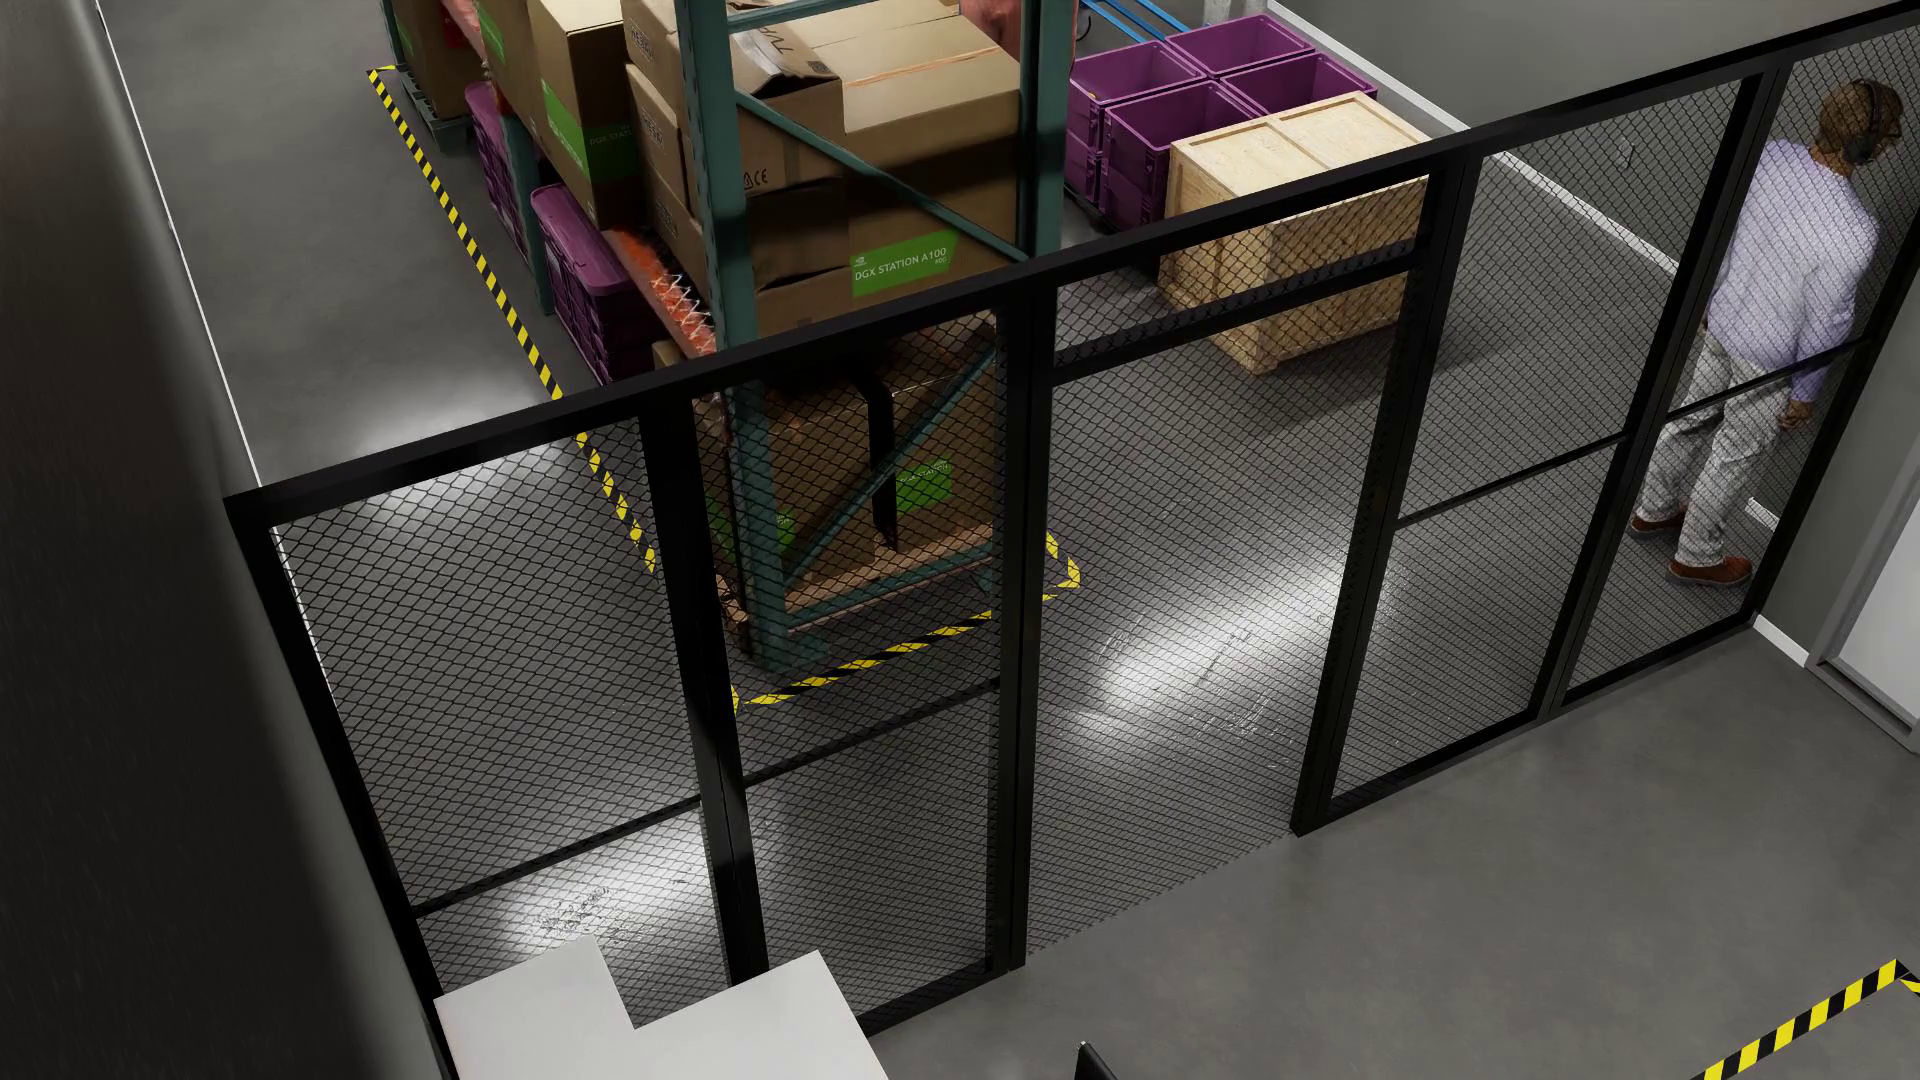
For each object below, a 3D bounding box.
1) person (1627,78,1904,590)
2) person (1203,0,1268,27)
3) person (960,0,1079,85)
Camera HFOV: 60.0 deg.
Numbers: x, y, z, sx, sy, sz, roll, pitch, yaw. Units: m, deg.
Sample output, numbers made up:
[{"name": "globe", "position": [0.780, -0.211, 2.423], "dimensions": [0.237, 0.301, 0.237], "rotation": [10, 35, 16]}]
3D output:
[{"name": "person", "position": [2.737, -0.671, 5.679], "dimensions": [0.355, 1.938, 0.636], "rotation": [-8, 43, -9]}, {"name": "person", "position": [1.444, -3.268, 8.599], "dimensions": [0.590, 1.831, 0.404], "rotation": [-18, 45, -18]}, {"name": "person", "position": [0.220, -1.807, 6.879], "dimensions": [0.610, 1.997, 0.373], "rotation": [-31, 51, -29]}]
